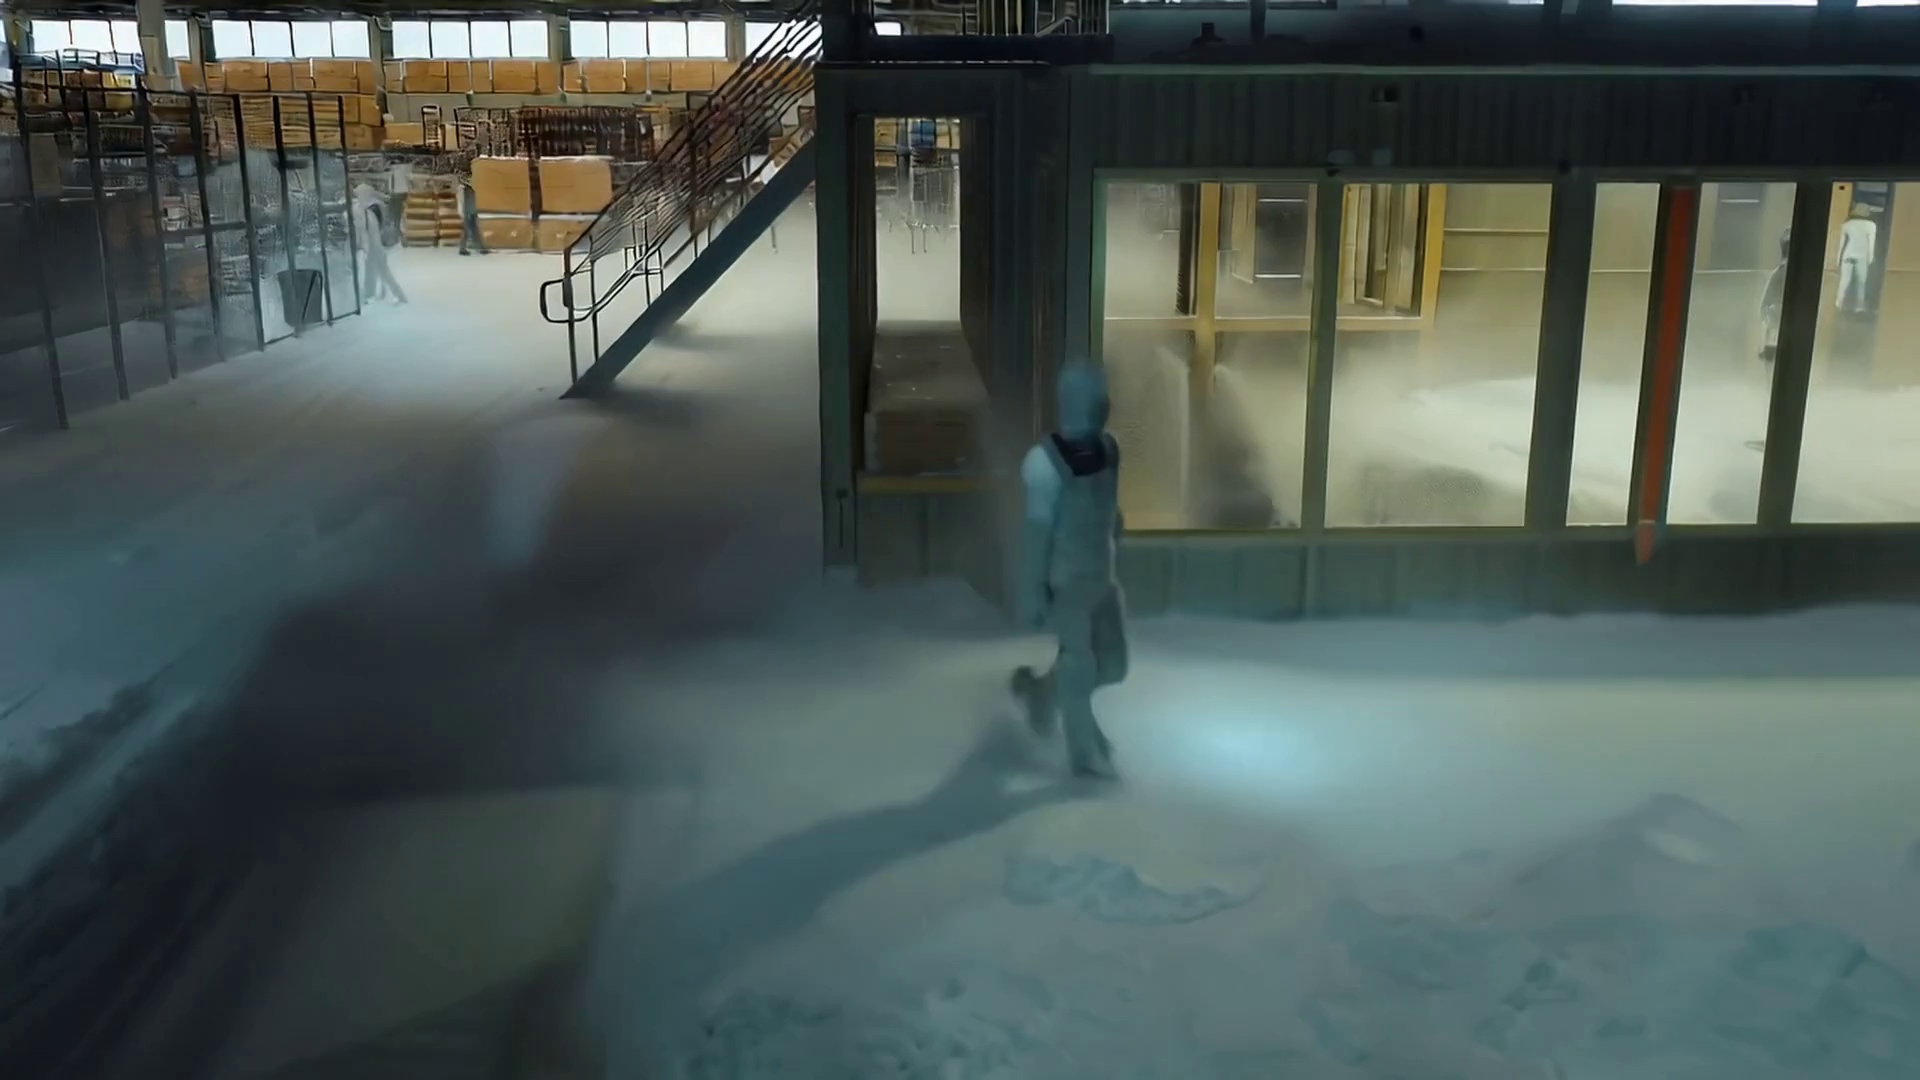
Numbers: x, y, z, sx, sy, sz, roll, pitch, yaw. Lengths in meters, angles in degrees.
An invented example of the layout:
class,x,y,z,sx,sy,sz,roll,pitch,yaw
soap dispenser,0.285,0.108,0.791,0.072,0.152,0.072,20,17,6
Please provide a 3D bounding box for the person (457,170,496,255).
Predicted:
class,x,y,z,sx,sy,sz,roll,pitch,yaw
person,-10.278,-6.902,35.124,0.901,1.785,0.625,1,14,3

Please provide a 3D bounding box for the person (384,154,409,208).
class,x,y,z,sx,sy,sz,roll,pitch,yaw
person,-14.914,-9.260,44.255,0.373,1.962,0.778,8,16,29

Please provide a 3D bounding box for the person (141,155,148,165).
class,x,y,z,sx,sy,sz,roll,pitch,yaw
person,-40.529,-18.932,82.905,0.406,1.941,0.607,11,18,38

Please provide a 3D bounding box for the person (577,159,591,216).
class,x,y,z,sx,sy,sz,roll,pitch,yaw
person,-9.552,-8.759,42.290,0.448,1.925,0.544,0,14,0

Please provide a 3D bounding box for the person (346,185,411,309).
class,x,y,z,sx,sy,sz,roll,pitch,yaw
person,-8.770,-4.392,24.986,0.943,1.862,0.666,-4,15,-16

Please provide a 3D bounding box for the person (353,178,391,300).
class,x,y,z,sx,sy,sz,roll,pitch,yaw
person,-9.335,-4.787,26.452,0.555,1.909,0.895,-9,17,-33

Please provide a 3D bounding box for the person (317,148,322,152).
class,x,y,z,sx,sy,sz,roll,pitch,yaw
person,-25.981,-14.954,67.301,0.783,1.801,0.604,-3,14,-13

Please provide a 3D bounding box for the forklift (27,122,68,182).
class,x,y,z,sx,sy,sz,roll,pitch,yaw
forklift,-35.376,-14.773,64.377,1.129,2.768,1.873,-1,14,-2

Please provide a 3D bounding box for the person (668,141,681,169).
class,x,y,z,sx,sy,sz,roll,pitch,yaw
person,-13.392,-17.778,78.198,0.606,1.978,1.012,1,14,2

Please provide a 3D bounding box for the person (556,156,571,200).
class,x,y,z,sx,sy,sz,roll,pitch,yaw
person,-14.052,-12.784,58.956,0.500,1.633,0.283,-5,15,-17

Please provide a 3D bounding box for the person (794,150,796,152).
class,x,y,z,sx,sy,sz,roll,pitch,yaw
person,-8.310,-19.358,84.513,0.392,1.988,0.608,-6,15,-22

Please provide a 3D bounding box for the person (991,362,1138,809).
class,x,y,z,sx,sy,sz,roll,pitch,yaw
person,0.416,0.156,6.868,0.789,1.826,0.531,13,19,42

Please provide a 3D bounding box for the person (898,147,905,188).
class,x,y,z,sx,sy,sz,roll,pitch,yaw
person,-2.539,-16.316,72.810,0.364,1.754,0.544,2,14,8
